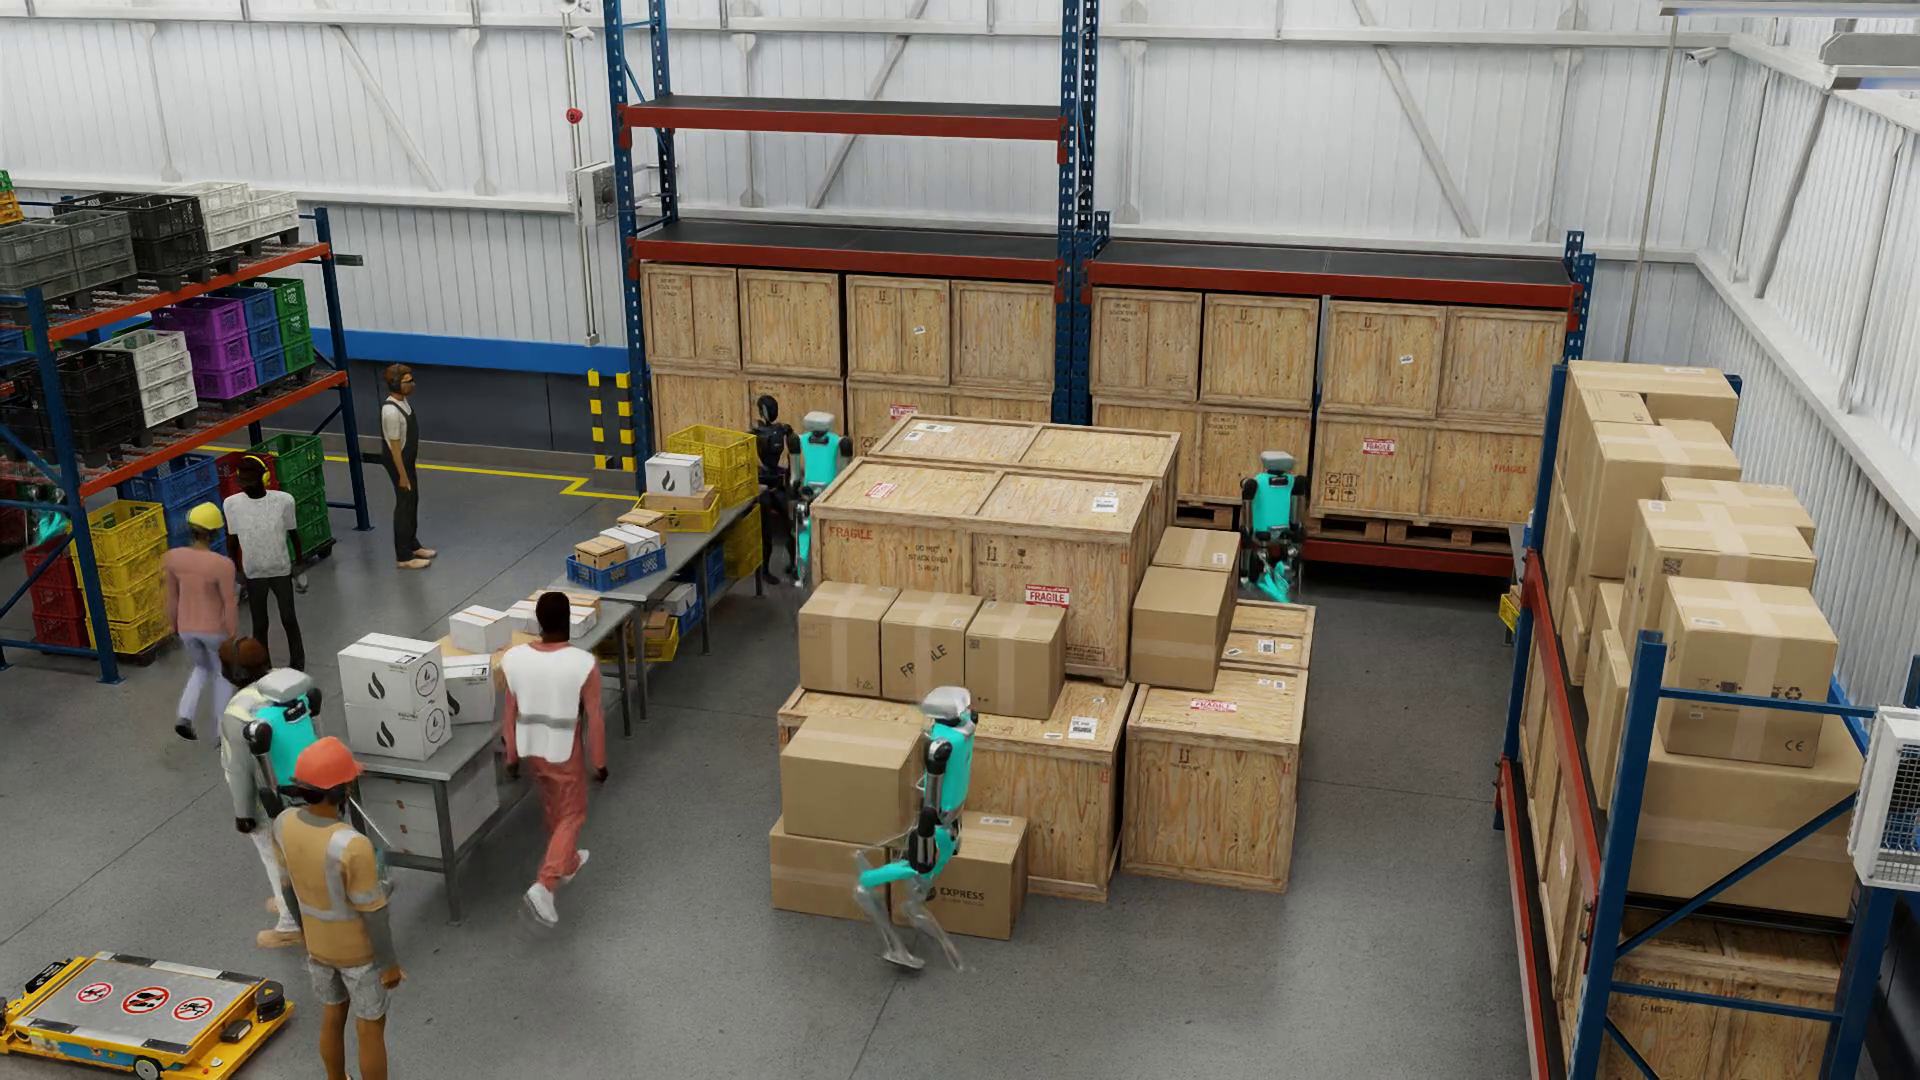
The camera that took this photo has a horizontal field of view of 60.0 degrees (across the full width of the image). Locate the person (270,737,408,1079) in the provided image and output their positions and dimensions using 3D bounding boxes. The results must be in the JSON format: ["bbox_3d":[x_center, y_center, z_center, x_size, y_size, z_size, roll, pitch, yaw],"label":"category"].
[{"bbox_3d":[-2.835,1.849,7.730,0.612,2.041,0.376,11,24,27],"label":"person"}]

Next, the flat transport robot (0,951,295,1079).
[{"bbox_3d":[-4.270,2.464,8.601,1.431,0.231,0.659,5,22,13],"label":"flat transport robot"}]

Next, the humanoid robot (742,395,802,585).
[{"bbox_3d":[-1.611,-0.423,14.168,0.589,1.648,0.344,-19,28,-41],"label":"humanoid robot"}]

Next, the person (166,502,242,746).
[{"bbox_3d":[-5.183,0.606,11.406,0.552,1.731,0.574,5,21,12],"label":"person"}]

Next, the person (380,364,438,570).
[{"bbox_3d":[-4.852,-0.640,14.531,0.339,1.838,0.501,-3,21,-9],"label":"person"}]

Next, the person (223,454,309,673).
[{"bbox_3d":[-5.037,0.262,12.129,0.517,1.864,0.333,-6,22,-15],"label":"person"}]

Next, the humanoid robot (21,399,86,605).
[{"bbox_3d":[-7.492,-0.238,13.595,0.533,1.717,1.006,4,21,11],"label":"humanoid robot"}]

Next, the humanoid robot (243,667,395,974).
[{"bbox_3d":[-3.346,1.559,8.933,0.665,1.817,0.537,6,22,14],"label":"humanoid robot"}]

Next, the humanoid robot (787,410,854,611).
[{"bbox_3d":[-1.144,-0.096,13.233,0.535,1.767,0.760,2,21,6],"label":"humanoid robot"}]

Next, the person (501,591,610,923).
[{"bbox_3d":[-2.358,1.249,9.540,0.601,1.877,0.822,5,21,13],"label":"person"}]

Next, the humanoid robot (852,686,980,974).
[{"bbox_3d":[-0.264,1.592,8.864,0.825,1.800,0.542,8,22,19],"label":"humanoid robot"}]

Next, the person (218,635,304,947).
[{"bbox_3d":[-3.863,1.384,9.248,0.477,1.831,0.621,2,21,4],"label":"person"}]

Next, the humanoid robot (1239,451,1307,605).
[{"bbox_3d":[2.430,0.278,12.357,0.555,1.766,1.056,-8,22,-20],"label":"humanoid robot"}]
